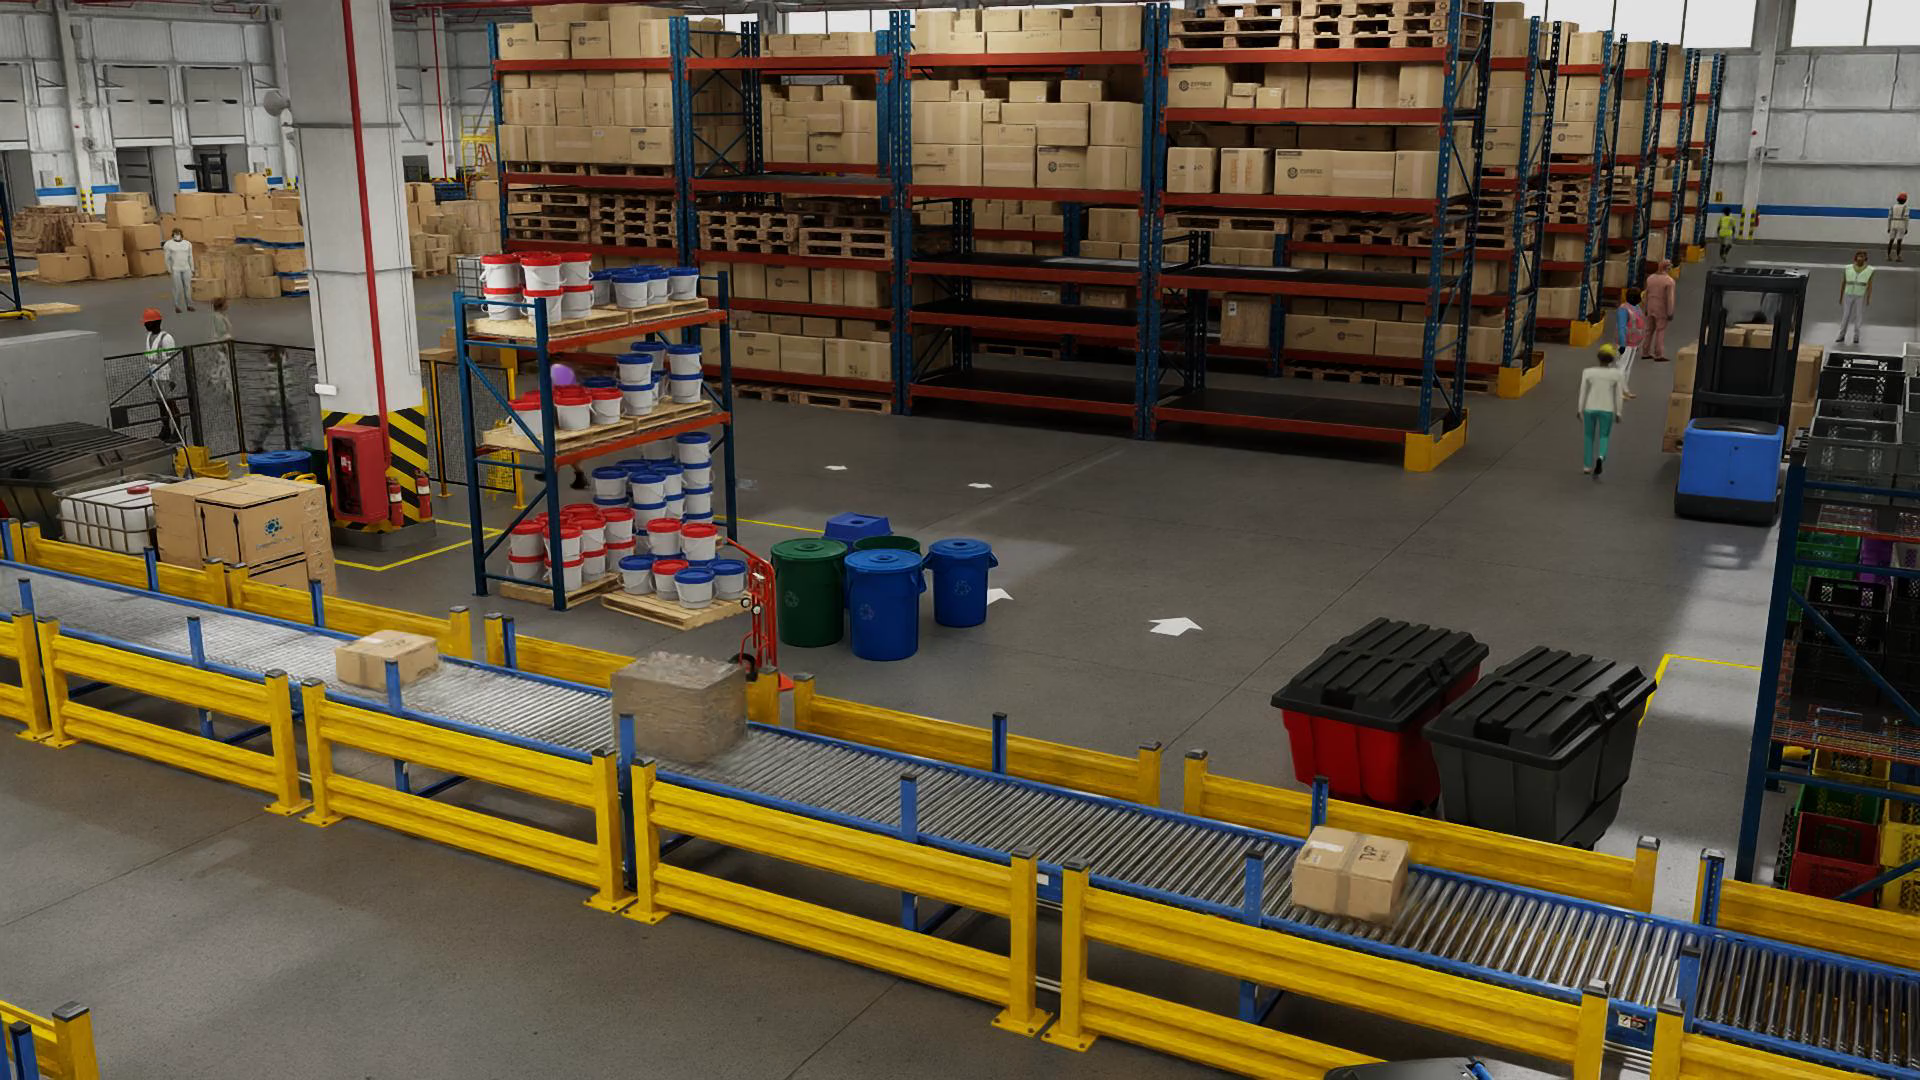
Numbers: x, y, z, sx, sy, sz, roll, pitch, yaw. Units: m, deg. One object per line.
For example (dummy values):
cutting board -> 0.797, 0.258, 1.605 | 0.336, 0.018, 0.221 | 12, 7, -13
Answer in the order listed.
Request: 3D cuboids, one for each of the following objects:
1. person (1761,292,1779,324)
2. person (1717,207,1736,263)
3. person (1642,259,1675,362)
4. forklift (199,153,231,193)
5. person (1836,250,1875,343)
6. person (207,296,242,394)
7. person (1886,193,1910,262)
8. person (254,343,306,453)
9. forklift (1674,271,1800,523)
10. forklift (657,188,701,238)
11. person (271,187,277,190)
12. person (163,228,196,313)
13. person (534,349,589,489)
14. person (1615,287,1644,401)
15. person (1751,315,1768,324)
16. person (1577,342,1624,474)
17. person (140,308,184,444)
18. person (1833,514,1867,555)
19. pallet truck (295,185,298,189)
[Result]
person -> 14.653, -3.911, 30.190 | 0.276, 1.633, 0.507 | 13, 20, 41
person -> 22.834, -9.095, 49.591 | 0.556, 1.669, 0.376 | 14, 21, 43
person -> 13.112, -4.297, 31.144 | 0.398, 1.899, 0.649 | -6, 16, -23
forklift -> -27.440, -12.865, 61.464 | 1.873, 2.768, 1.129 | 8, 17, 28
person -> 18.050, -4.907, 33.522 | 0.565, 1.850, 0.390 | 11, 18, 35
person -> -12.283, -3.224, 27.611 | 0.445, 1.630, 0.514 | -4, 15, -14
person -> 28.281, -9.425, 50.134 | 0.375, 2.044, 0.604 | -11, 18, -34
person -> -9.366, -1.928, 22.829 | 0.856, 1.585, 0.509 | 1, 15, 2
forklift -> 9.269, -1.763, 19.726 | 1.129, 2.768, 1.873 | 8, 17, 27
forklift -> -8.431, -9.380, 48.361 | 1.873, 2.768, 1.129 | 8, 17, 28
person -> -24.918, -11.964, 60.385 | 0.711, 1.670, 0.535 | -12, 19, -39
person -> -17.905, -6.197, 38.212 | 0.627, 1.934, 0.370 | -13, 20, -41
person -> -5.068, -1.596, 21.021 | 1.009, 1.893, 0.547 | 8, 17, 27
person -> 10.906, -3.200, 27.121 | 0.429, 1.844, 0.624 | 13, 19, 40
person -> 12.012, -2.579, 25.129 | 0.855, 1.646, 0.556 | -10, 18, -32
person -> 8.306, -1.684, 21.616 | 0.540, 1.749, 0.531 | 6, 16, 21
person -> -11.388, -2.332, 23.672 | 0.553, 1.935, 0.365 | 9, 17, 30
person -> 8.348, -0.081, 15.506 | 0.928, 1.787, 0.610 | 7, 16, 23
pallet truck -> -26.804, -14.617, 69.738 | 1.885, 1.965, 0.823 | -14, 20, -42
